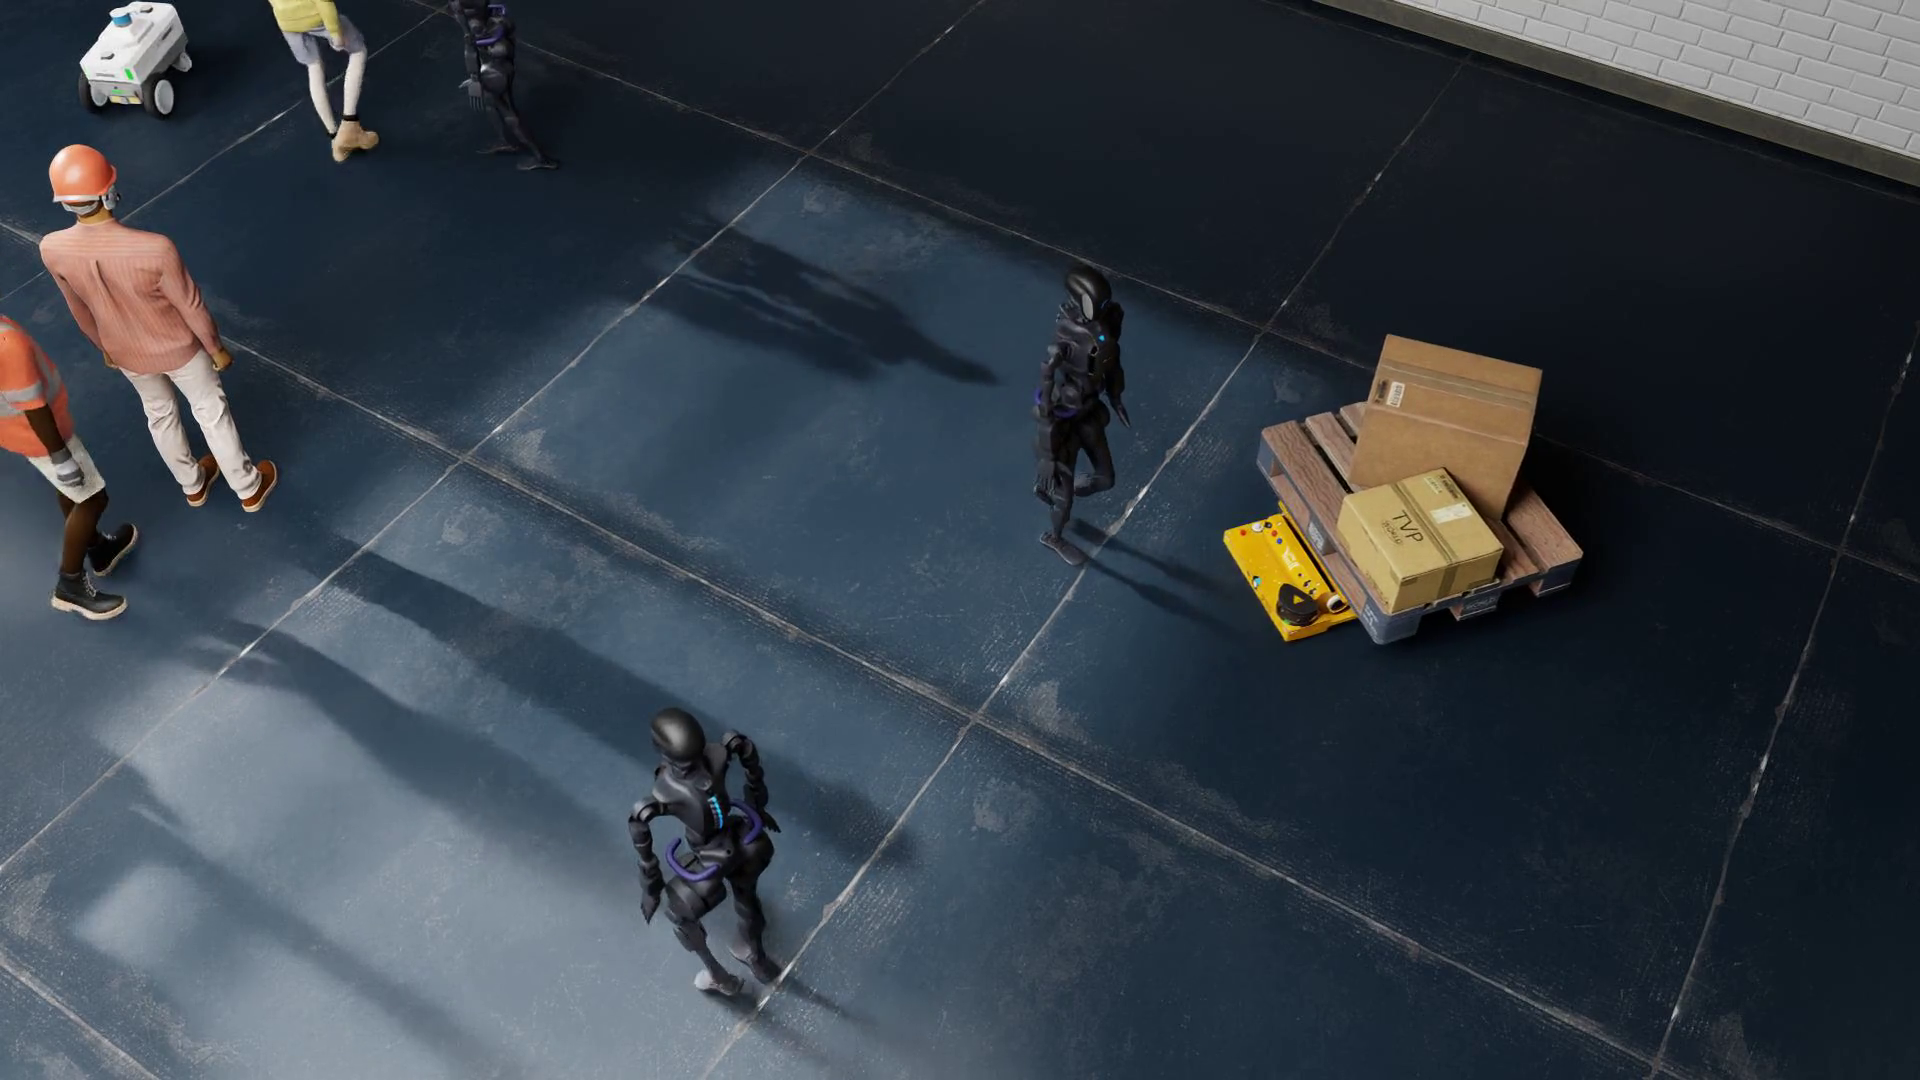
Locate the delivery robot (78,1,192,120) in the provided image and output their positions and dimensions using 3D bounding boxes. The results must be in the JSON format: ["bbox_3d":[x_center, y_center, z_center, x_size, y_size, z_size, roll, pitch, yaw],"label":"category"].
[{"bbox_3d":[-5.070,-2.959,10.215,0.506,0.600,0.771,6,49,5],"label":"delivery robot"}]

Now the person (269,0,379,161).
[{"bbox_3d":[-3.659,-2.978,9.351,0.481,1.870,0.460,11,50,10],"label":"person"}]

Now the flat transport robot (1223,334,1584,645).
[{"bbox_3d":[2.032,-0.001,7.816,1.431,0.231,0.659,-15,51,-13],"label":"flat transport robot"}]

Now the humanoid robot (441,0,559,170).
[{"bbox_3d":[-2.638,-2.735,9.281,0.497,1.645,0.595,-2,49,-2],"label":"humanoid robot"}]

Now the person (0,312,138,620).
[{"bbox_3d":[-4.039,-0.469,7.128,0.653,1.929,0.569,30,55,23],"label":"person"}]

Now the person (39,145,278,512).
[{"bbox_3d":[-3.596,-0.897,7.463,0.610,1.986,0.401,3,49,3],"label":"person"}]

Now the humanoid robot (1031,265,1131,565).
[{"bbox_3d":[0.481,-0.543,7.349,0.422,1.645,0.589,32,56,25],"label":"humanoid robot"}]

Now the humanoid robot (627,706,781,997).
[{"bbox_3d":[-0.881,1.112,5.905,0.340,1.646,0.584,36,58,27],"label":"humanoid robot"}]
